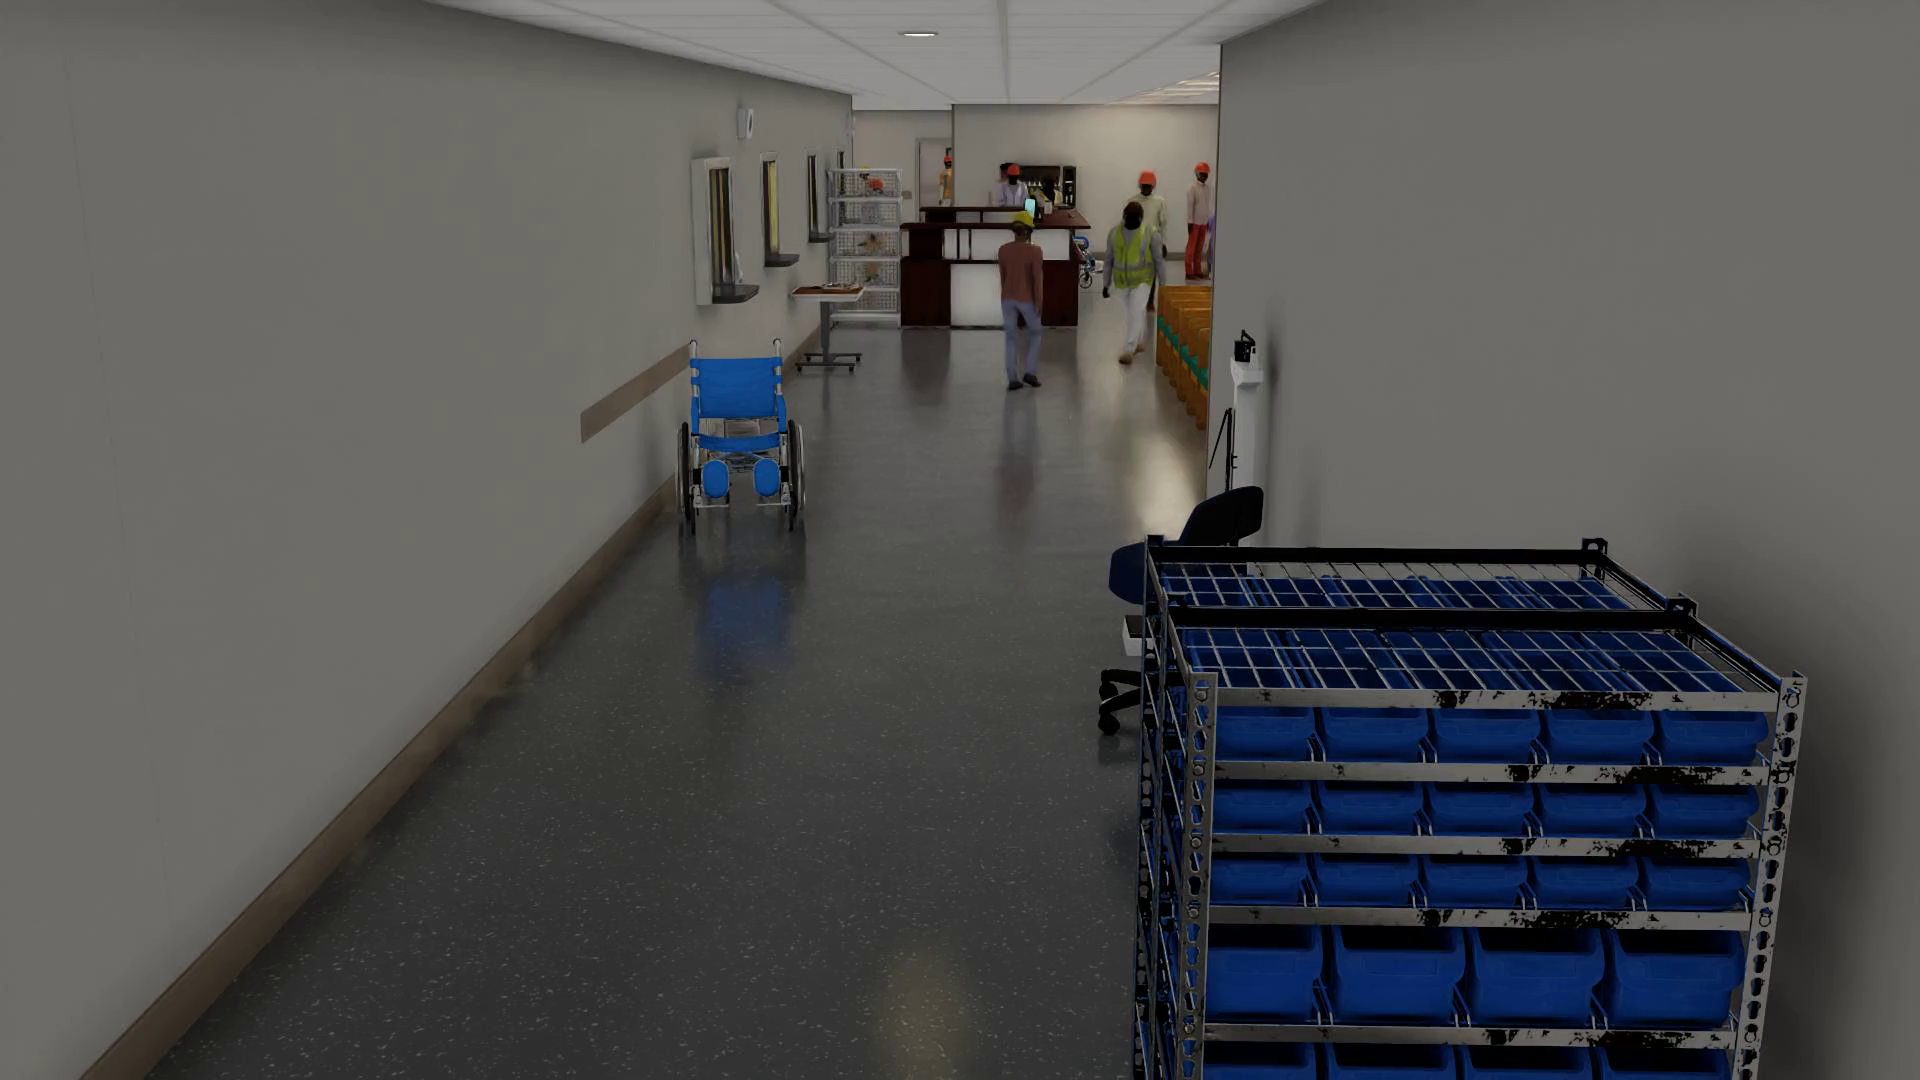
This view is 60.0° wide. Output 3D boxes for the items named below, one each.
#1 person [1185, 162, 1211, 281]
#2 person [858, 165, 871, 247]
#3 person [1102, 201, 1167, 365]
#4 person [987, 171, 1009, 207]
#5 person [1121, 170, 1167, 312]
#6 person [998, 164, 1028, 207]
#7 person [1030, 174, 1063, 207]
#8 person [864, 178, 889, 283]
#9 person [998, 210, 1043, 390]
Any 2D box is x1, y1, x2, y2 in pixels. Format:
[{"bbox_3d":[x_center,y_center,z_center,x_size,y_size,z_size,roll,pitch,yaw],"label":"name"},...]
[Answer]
[{"bbox_3d":[4.081,-5.421,28.338,0.401,1.987,0.612,12,18,40],"label":"person"},{"bbox_3d":[-2.090,-7.352,36.625,0.307,1.772,0.526,-4,14,-16],"label":"person"},{"bbox_3d":[1.925,-2.851,18.400,0.671,1.769,1.078,8,16,29],"label":"person"},{"bbox_3d":[0.725,-5.934,30.712,0.714,1.853,0.928,13,19,42],"label":"person"},{"bbox_3d":[2.568,-4.161,23.295,0.670,1.981,0.476,0,14,-2],"label":"person"},{"bbox_3d":[0.954,-5.755,29.824,0.545,1.931,0.380,-1,14,-6],"label":"person"},{"bbox_3d":[1.418,-4.981,26.879,0.633,1.835,0.429,-7,16,-28],"label":"person"},{"bbox_3d":[-1.404,-5.153,27.764,0.371,1.737,0.569,6,15,23],"label":"person"},{"bbox_3d":[0.607,-2.355,16.386,0.521,1.745,0.455,7,16,27],"label":"person"}]
